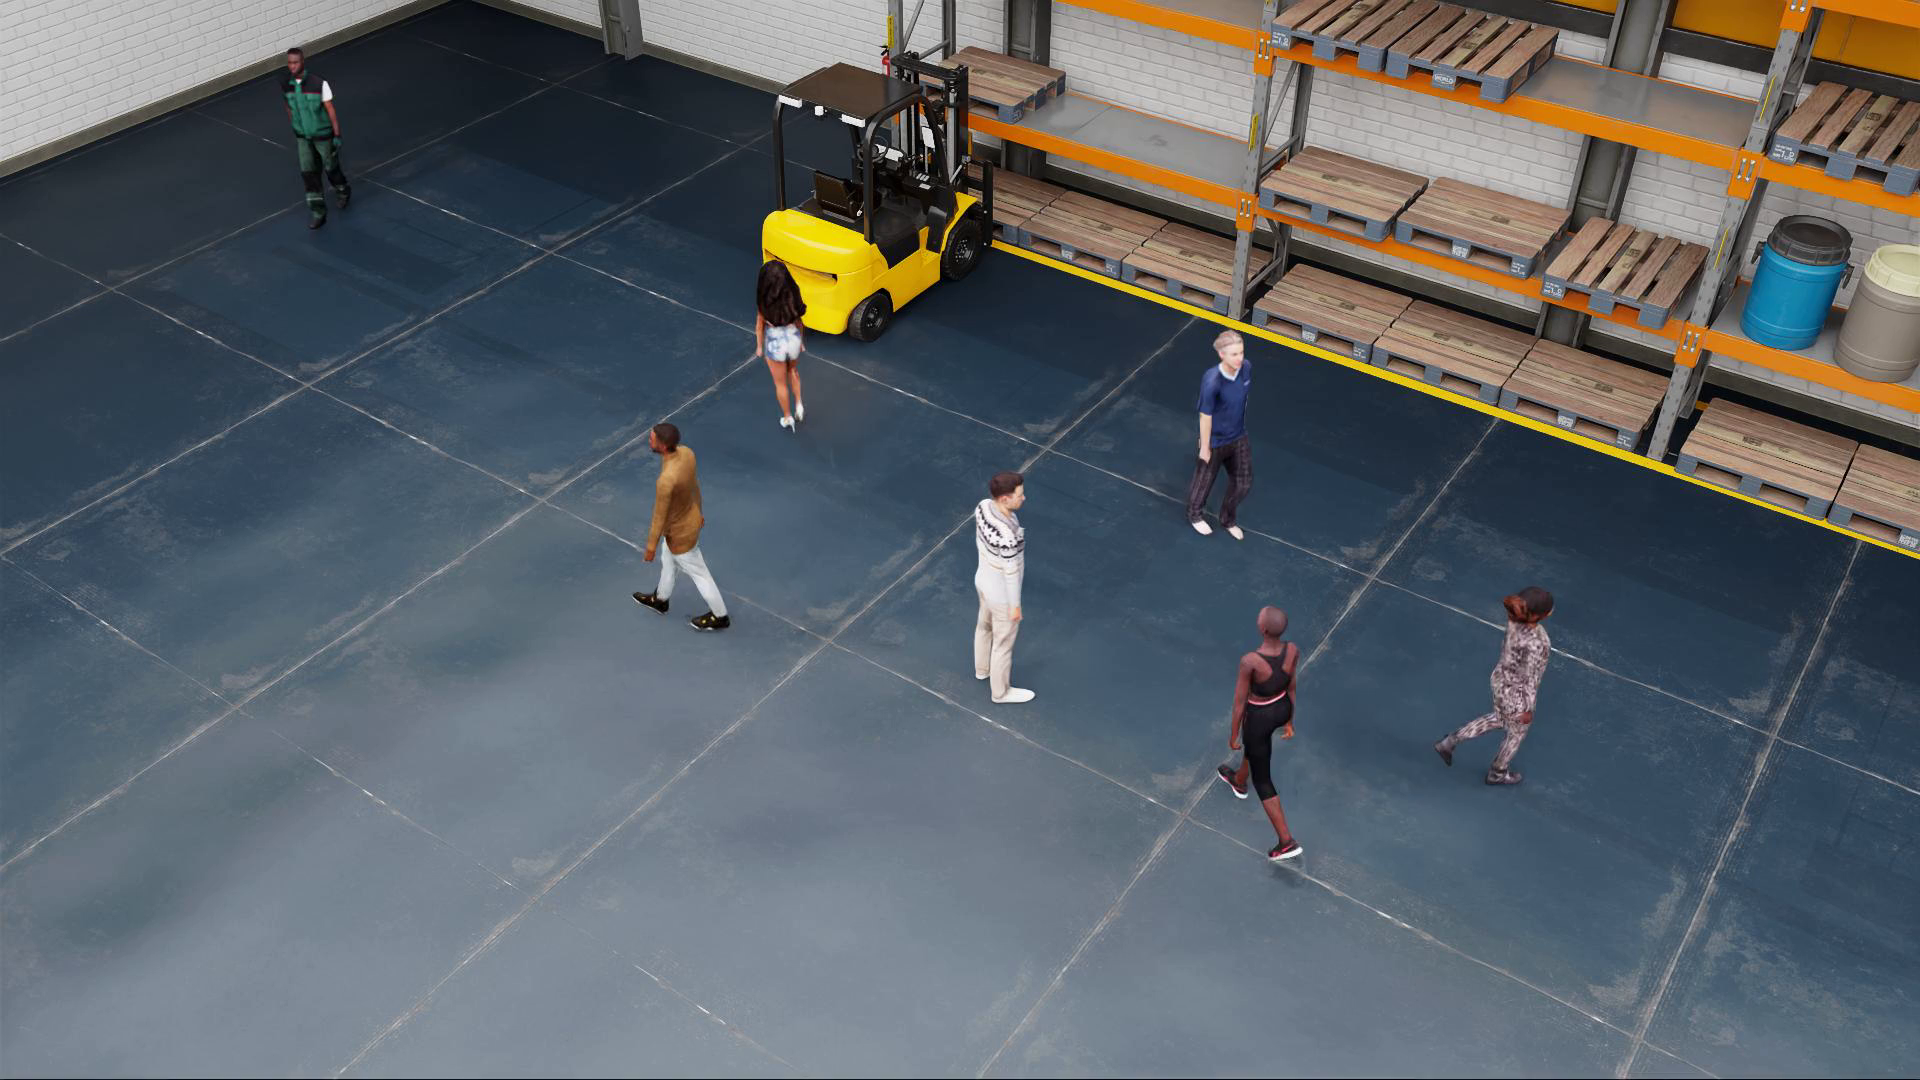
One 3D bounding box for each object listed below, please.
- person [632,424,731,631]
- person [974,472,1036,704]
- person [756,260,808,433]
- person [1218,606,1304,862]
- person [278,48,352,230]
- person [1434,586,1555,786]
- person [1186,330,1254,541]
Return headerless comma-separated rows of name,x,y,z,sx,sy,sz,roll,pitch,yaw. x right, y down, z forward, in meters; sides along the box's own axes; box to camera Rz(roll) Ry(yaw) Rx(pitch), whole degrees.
person,-1.895,-0.050,11.897,1.131,1.784,0.935,5,39,7
person,0.261,0.311,11.384,0.828,1.859,0.716,-14,41,-17
person,-1.455,-1.569,13.934,0.647,1.615,0.696,-23,44,-26
person,1.953,1.211,10.374,1.000,1.714,1.281,-18,42,-21
person,-6.569,-4.184,17.053,1.103,1.810,1.079,3,39,3
person,3.471,0.971,10.685,0.959,1.702,0.851,-1,39,-1
person,1.953,-0.836,12.827,0.808,1.851,0.862,-23,44,-26
